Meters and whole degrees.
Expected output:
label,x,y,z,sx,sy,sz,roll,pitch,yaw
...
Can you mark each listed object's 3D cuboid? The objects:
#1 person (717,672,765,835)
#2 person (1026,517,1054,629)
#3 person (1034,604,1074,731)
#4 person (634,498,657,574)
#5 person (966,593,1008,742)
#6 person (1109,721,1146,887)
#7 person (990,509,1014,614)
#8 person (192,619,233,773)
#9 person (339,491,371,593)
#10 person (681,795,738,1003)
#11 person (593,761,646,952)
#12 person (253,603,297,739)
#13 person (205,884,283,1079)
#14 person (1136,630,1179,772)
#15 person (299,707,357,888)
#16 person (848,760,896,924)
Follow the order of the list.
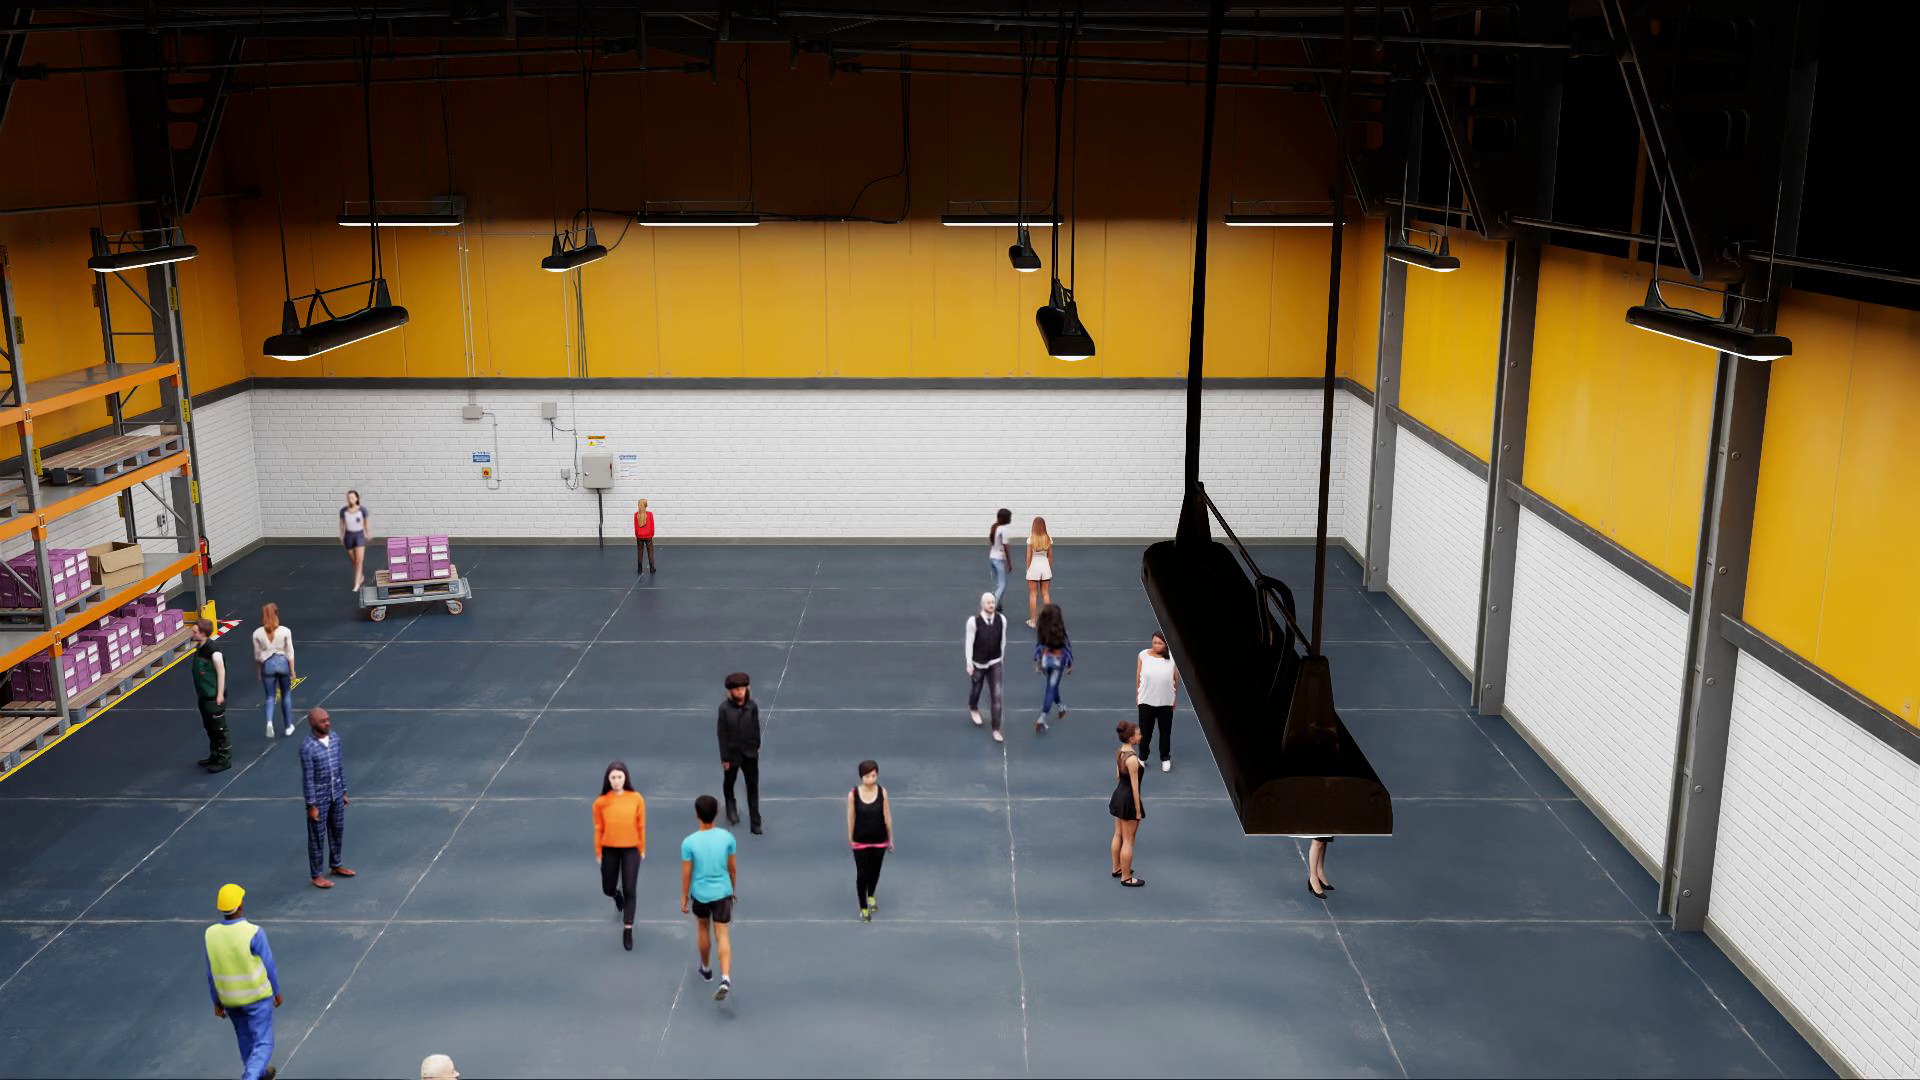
label,x,y,z,sx,sy,sz,roll,pitch,yaw
person,-2.389,2.246,17.764,0.917,1.728,1.190,-5,15,-22
person,1.193,0.472,25.159,0.623,1.697,0.627,-4,14,-14
person,1.119,1.616,20.698,0.977,1.573,1.177,8,16,30
person,-5.369,-0.076,28.308,0.483,1.280,0.474,0,14,-1
person,0.290,1.533,20.605,0.940,1.779,1.327,-4,14,-17
person,1.658,2.588,16.469,0.702,1.675,0.580,-4,14,-16
person,0.607,0.352,25.673,0.879,1.688,0.735,-9,16,-34
person,-8.739,1.788,19.420,0.790,1.841,0.727,-13,19,-43
person,-9.913,0.002,27.290,0.650,1.607,1.039,-1,14,-4
person,-2.101,3.089,14.237,0.819,1.750,1.146,-4,14,-15
person,-3.116,2.850,15.274,0.739,1.728,1.018,-3,14,-12
person,-8.387,1.631,20.356,0.721,1.705,0.923,-3,14,-11
person,-5.412,3.477,12.543,0.716,1.793,1.087,1,14,4
person,2.305,1.858,19.456,0.699,1.688,0.668,3,14,11
person,-6.309,2.514,16.468,0.808,1.817,0.682,6,15,24
person,-0.875,2.808,15.856,0.684,1.535,0.831,-4,14,-17
